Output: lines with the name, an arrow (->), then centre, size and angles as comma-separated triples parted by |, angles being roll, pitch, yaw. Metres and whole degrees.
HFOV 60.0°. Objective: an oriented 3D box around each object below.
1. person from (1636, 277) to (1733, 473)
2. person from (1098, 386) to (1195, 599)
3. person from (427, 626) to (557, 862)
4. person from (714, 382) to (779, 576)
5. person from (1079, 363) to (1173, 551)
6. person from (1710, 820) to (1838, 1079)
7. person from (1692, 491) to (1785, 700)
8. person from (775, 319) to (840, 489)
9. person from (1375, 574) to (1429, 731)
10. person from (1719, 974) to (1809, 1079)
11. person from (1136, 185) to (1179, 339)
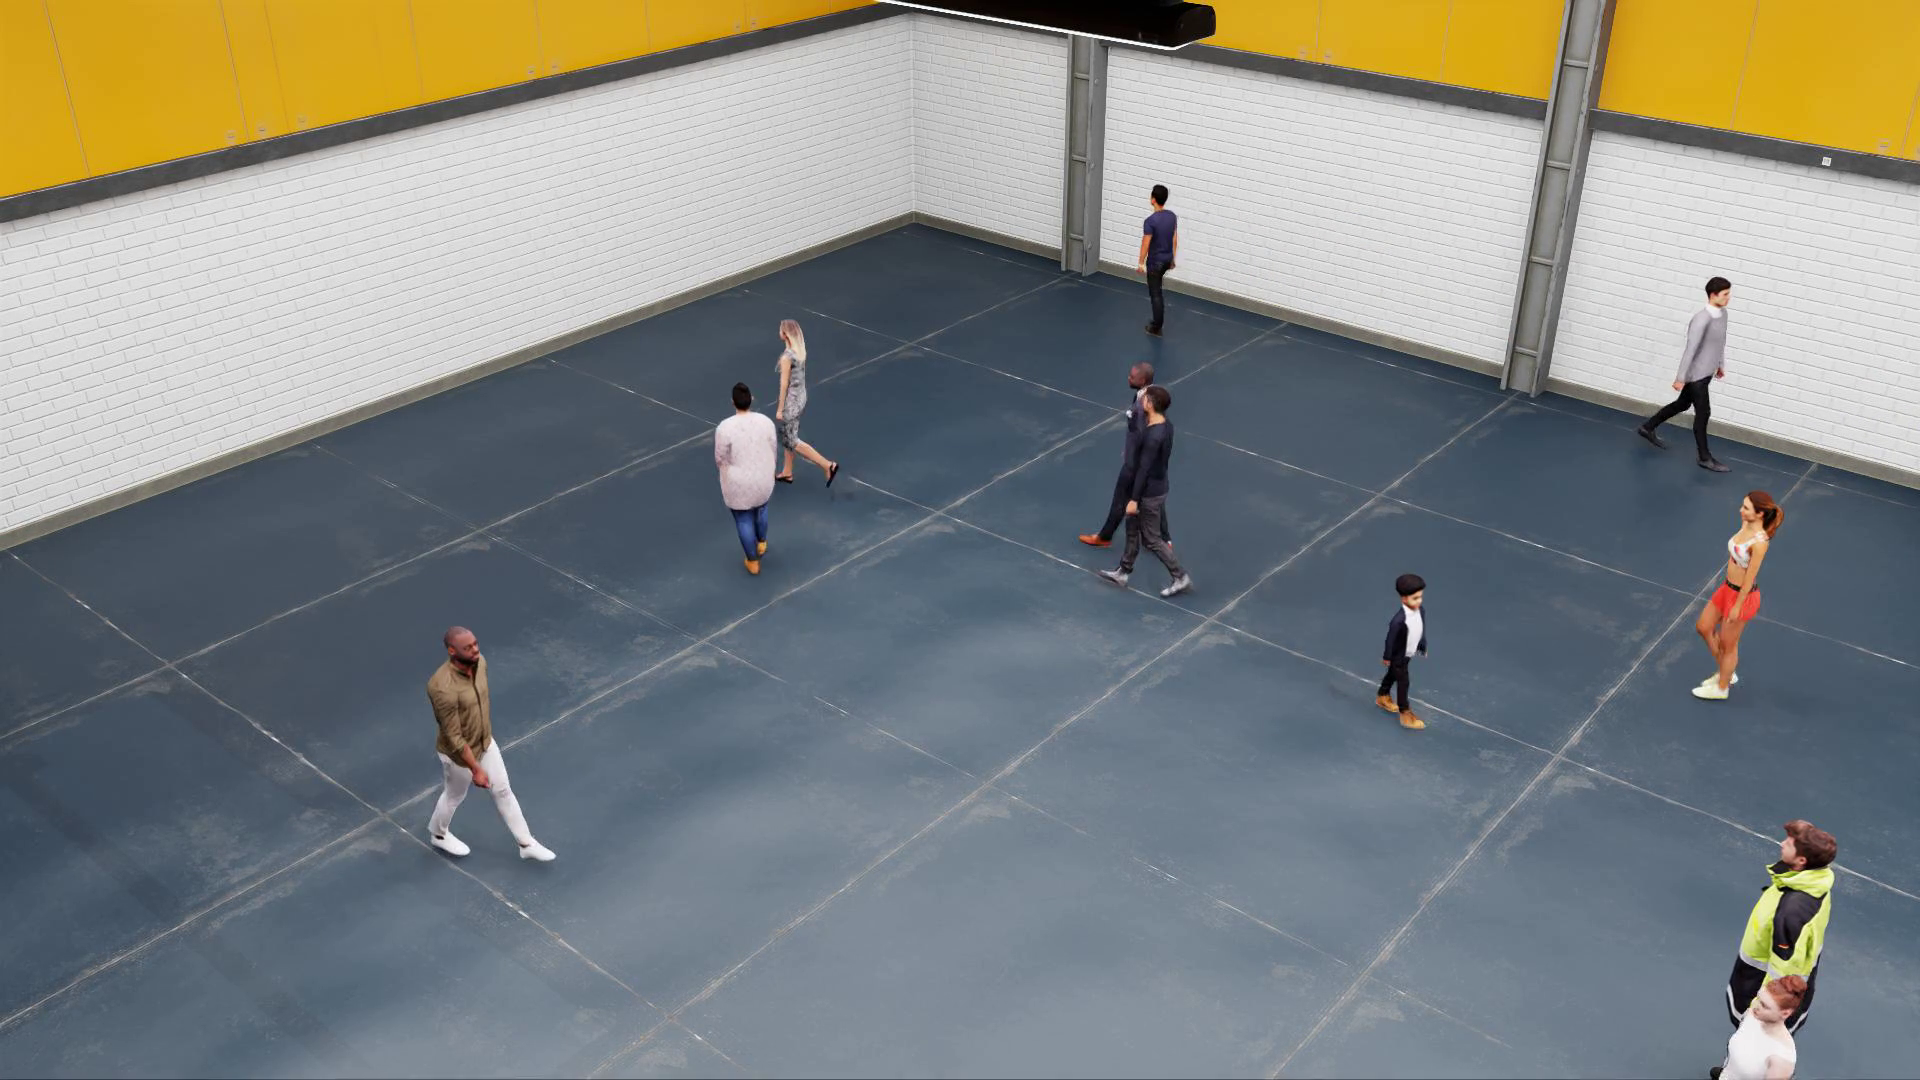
person -> 7.104, -1.662, 16.206 | 1.275, 1.890, 0.810 | 25, 37, 38
person -> 1.652, -0.372, 13.893 | 1.189, 1.842, 0.951 | 3, 29, 5
person -> -3.265, 1.351, 10.793 | 1.245, 1.784, 0.986 | 10, 30, 18
person -> -1.802, -0.503, 14.256 | 0.875, 1.723, 0.952 | -11, 30, -19
person -> 1.667, -0.686, 14.523 | 1.144, 1.789, 0.904 | 11, 31, 20
person -> 4.318, 2.321, 8.810 | 0.681, 1.980, 0.801 | 17, 33, 28
person -> 5.913, 0.437, 12.470 | 0.758, 1.783, 0.719 | 3, 29, 6
person -> -1.500, -1.242, 15.652 | 1.057, 1.683, 0.834 | 8, 30, 14
person -> 3.266, 0.778, 12.445 | 0.553, 1.208, 0.744 | -25, 37, -38
person -> 3.912, 2.813, 8.119 | 0.965, 1.779, 0.873 | 0, 29, 1
person -> 2.338, -3.172, 19.085 | 0.708, 1.785, 0.652 | -21, 35, -34
